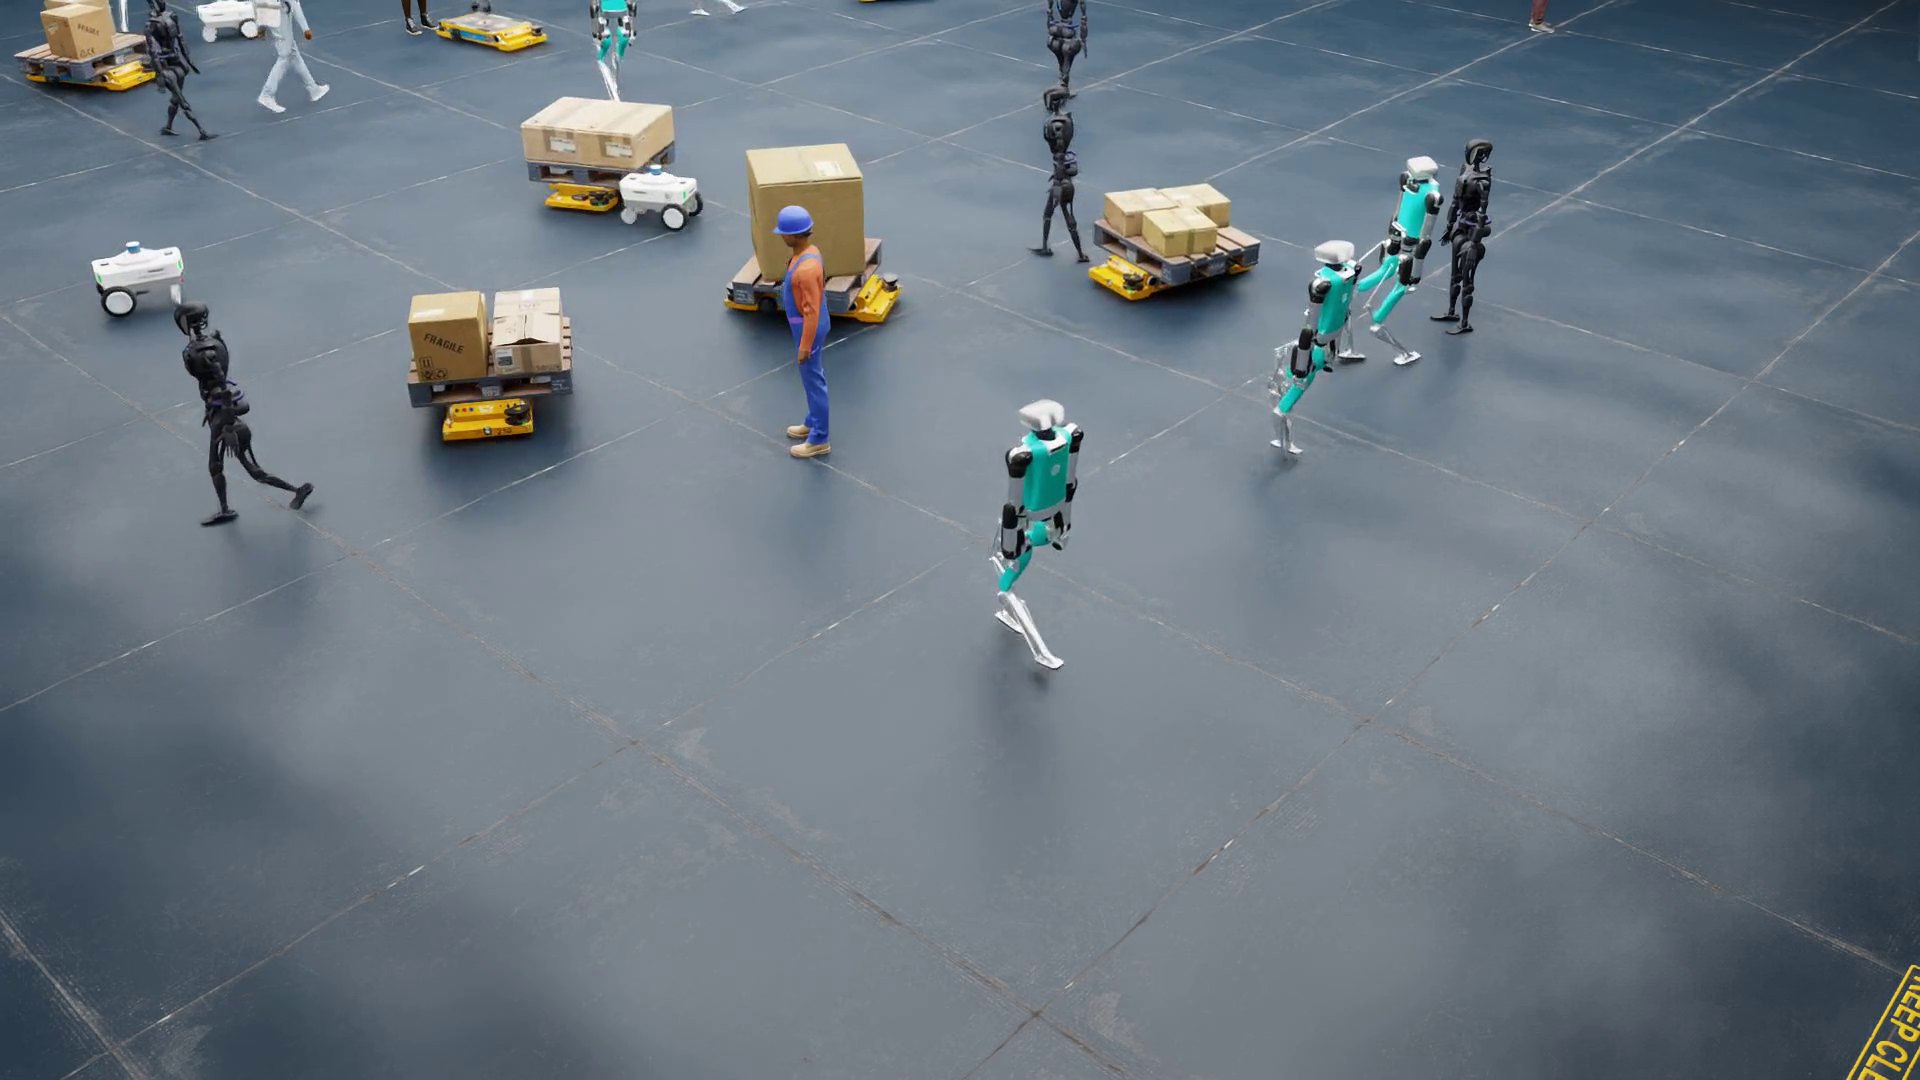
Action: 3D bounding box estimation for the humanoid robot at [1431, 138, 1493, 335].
[{"bbox_3d":[4.233,-2.542,13.899,0.315,1.657,0.599,-4,32,-7],"label":"humanoid robot"}]

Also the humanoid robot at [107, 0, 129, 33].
[{"bbox_3d":[-11.173,-7.466,21.871,0.542,1.862,0.773,-13,34,-20],"label":"humanoid robot"}]

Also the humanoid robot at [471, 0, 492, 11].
[{"bbox_3d":[-6.718,-8.151,22.963,0.614,1.646,0.382,-13,34,-20],"label":"humanoid robot"}]

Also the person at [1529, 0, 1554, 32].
[{"bbox_3d":[7.873,-7.711,22.109,0.372,1.810,0.541,7,33,12],"label":"person"}]

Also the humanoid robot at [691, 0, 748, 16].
[{"bbox_3d":[-3.414,-7.878,22.439,1.007,1.720,0.542,6,32,9],"label":"humanoid robot"}]

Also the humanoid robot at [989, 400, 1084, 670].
[{"bbox_3d":[0.365,-0.084,9.880,0.544,1.738,0.969,-24,39,-33],"label":"humanoid robot"}]

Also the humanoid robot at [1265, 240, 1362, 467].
[{"bbox_3d":[2.396,-1.309,11.945,0.753,1.871,0.532,25,40,35],"label":"humanoid robot"}]

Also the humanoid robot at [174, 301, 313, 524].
[{"bbox_3d":[-4.920,-0.863,11.259,0.742,1.651,0.609,-22,38,-31],"label":"humanoid robot"}]

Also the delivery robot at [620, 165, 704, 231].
[{"bbox_3d":[-2.948,-3.383,16.308,0.750,0.570,0.499,7,33,11],"label":"delivery robot"}]

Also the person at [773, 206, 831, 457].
[{"bbox_3d":[-1.121,-1.510,12.038,0.370,1.903,0.522,-4,32,-6],"label":"person"}]

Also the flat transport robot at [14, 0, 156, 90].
[{"bbox_3d":[-10.662,-5.764,20.436,1.431,0.231,0.659,10,33,15],"label":"flat transport robot"}]

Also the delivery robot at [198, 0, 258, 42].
[{"bbox_3d":[-9.661,-6.920,22.033,0.795,0.602,0.499,-11,33,-17],"label":"delivery robot"}]

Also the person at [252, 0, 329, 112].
[{"bbox_3d":[-7.890,-5.946,19.221,0.679,1.862,0.948,17,36,25],"label":"person"}]

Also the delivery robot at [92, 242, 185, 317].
[{"bbox_3d":[-7.230,-2.302,14.608,0.786,0.614,0.525,-16,35,-24],"label":"delivery robot"}]

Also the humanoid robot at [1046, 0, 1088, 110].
[{"bbox_3d":[1.210,-5.827,19.246,0.589,1.630,0.768,23,38,32],"label":"humanoid robot"}]

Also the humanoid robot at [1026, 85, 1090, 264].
[{"bbox_3d":[0.933,-3.340,15.231,0.594,1.655,0.608,0,32,0],"label":"humanoid robot"}]

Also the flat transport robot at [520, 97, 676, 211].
[{"bbox_3d":[-3.659,-3.732,17.164,0.659,0.231,1.431,8,33,12],"label":"flat transport robot"}]

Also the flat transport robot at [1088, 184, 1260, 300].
[{"bbox_3d":[1.943,-2.530,15.229,1.431,0.231,0.659,-18,36,-27],"label":"flat transport robot"}]

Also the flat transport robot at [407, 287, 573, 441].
[{"bbox_3d":[-3.652,-1.216,13.112,0.659,0.231,1.431,-6,32,-10],"label":"flat transport robot"}]

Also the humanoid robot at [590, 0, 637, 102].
[{"bbox_3d":[-4.071,-5.952,19.422,0.557,1.865,0.821,-12,34,-19],"label":"humanoid robot"}]

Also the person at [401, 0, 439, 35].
[{"bbox_3d":[-7.253,-7.709,21.961,0.362,1.963,0.611,19,37,28],"label":"person"}]

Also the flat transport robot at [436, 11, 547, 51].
[{"bbox_3d":[-6.210,-6.729,21.990,1.431,0.231,0.659,20,37,29],"label":"flat transport robot"}]

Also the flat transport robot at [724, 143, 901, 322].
[{"bbox_3d":[-1.303,-2.183,14.670,1.431,0.231,0.659,7,33,11],"label":"flat transport robot"}]

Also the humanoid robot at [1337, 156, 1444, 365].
[{"bbox_3d":[3.368,-2.169,13.278,0.893,1.779,0.568,-8,33,-13],"label":"humanoid robot"}]

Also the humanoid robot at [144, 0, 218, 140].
[{"bbox_3d":[-8.634,-5.212,18.265,0.787,1.624,0.613,8,33,12],"label":"humanoid robot"}]
